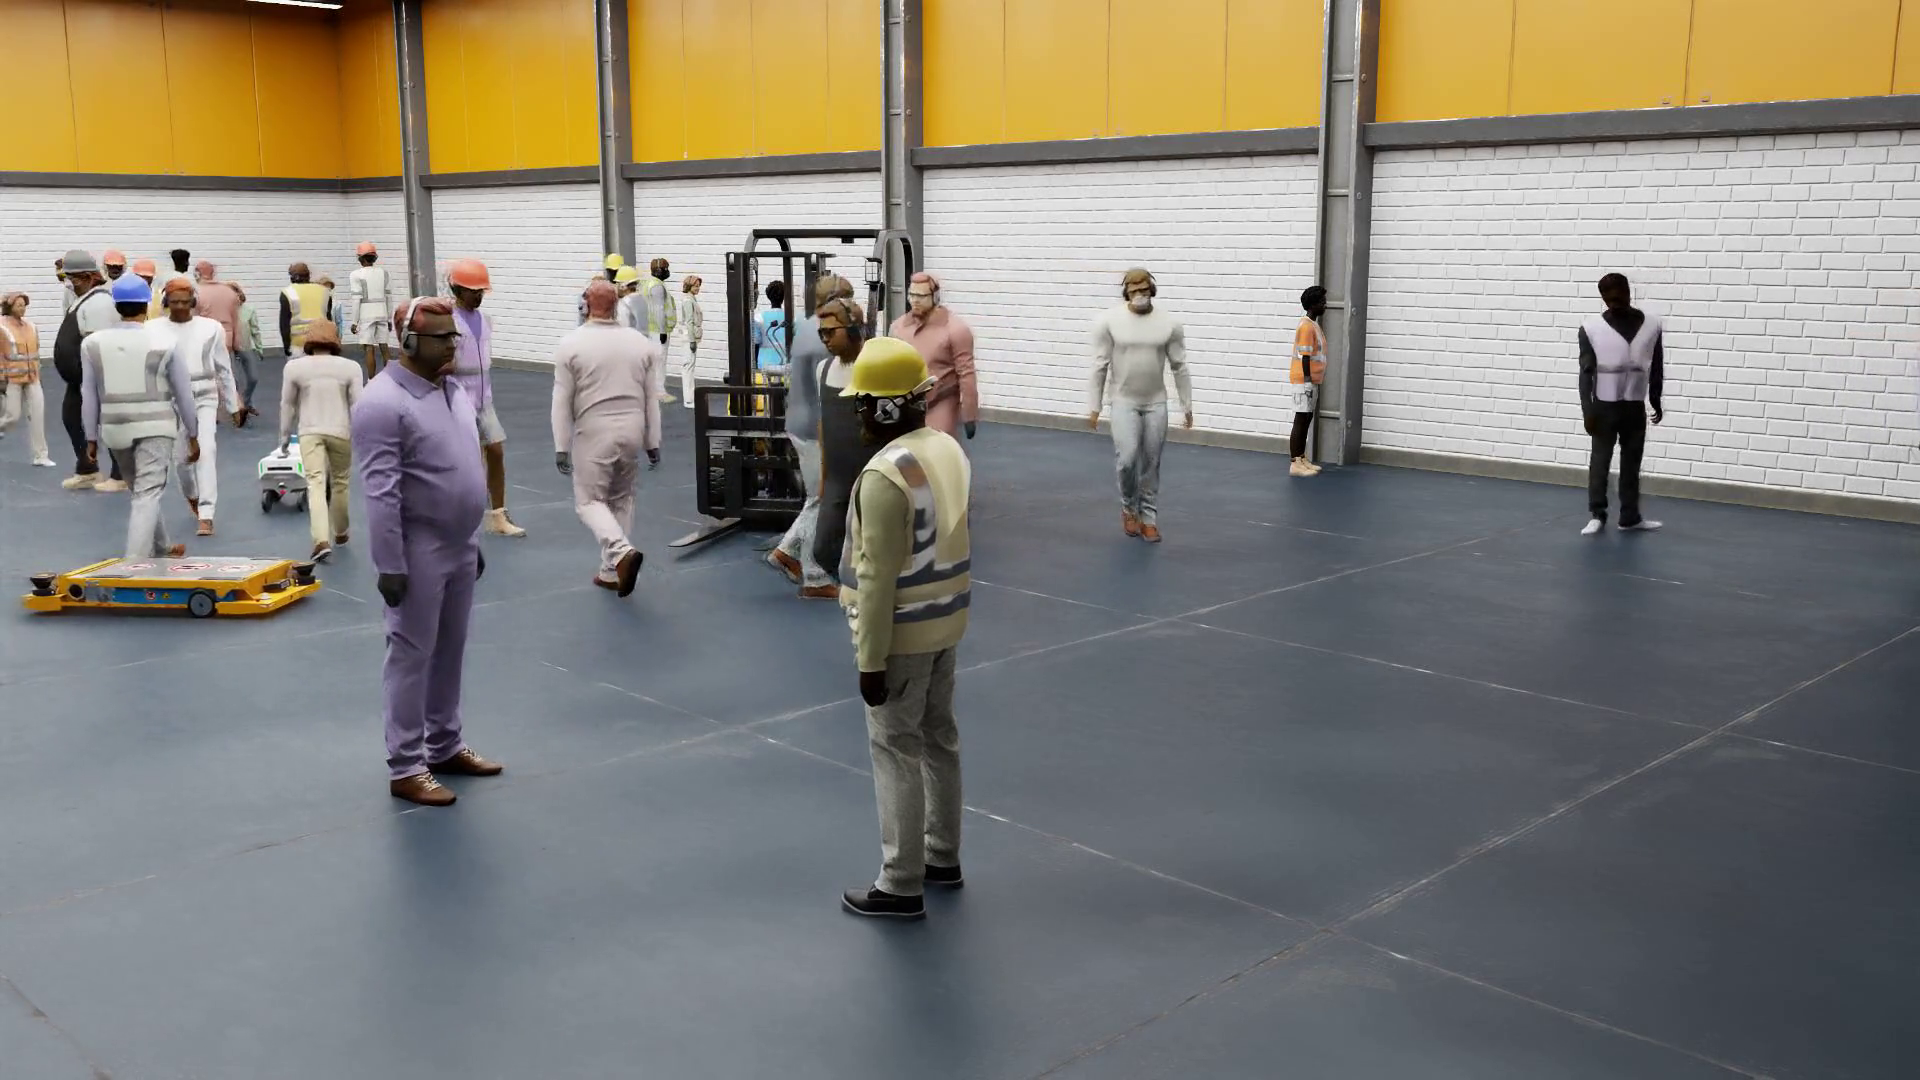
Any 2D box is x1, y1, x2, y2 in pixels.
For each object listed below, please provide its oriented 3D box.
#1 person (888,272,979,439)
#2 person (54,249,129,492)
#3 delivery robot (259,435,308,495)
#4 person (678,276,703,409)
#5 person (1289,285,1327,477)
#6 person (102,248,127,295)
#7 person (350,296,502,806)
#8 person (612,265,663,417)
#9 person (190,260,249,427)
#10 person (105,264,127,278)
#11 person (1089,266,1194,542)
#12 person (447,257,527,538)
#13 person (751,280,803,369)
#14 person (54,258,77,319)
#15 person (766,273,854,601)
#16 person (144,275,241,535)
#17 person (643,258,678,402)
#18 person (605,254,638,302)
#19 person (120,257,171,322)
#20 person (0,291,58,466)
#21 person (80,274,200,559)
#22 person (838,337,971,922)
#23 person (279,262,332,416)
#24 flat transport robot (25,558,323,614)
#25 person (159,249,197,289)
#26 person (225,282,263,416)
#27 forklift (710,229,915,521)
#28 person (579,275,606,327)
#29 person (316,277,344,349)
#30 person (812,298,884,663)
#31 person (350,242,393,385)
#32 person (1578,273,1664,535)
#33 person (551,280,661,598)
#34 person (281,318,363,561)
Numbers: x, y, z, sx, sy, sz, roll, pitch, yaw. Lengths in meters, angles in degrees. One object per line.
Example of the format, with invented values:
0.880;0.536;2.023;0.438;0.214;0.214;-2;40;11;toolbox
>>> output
-0.223;-0.872;11.329;0.687;1.887;0.426;7;13;34;person
-7.261;-1.400;13.778;0.671;2.000;0.687;-8;13;-38;person
-5.263;-0.580;13.108;0.477;0.478;0.707;-1;10;-7;delivery robot
-3.317;-2.438;20.541;0.314;1.636;0.514;-1;10;-7;person
3.099;-1.413;14.811;0.320;1.694;0.531;4;11;20;person
-9.473;-2.285;18.751;0.639;1.983;0.442;-7;12;-32;person
-2.000;0.034;6.332;0.403;1.904;0.651;2;11;13;person
-3.448;-1.999;17.662;0.585;1.816;0.598;3;11;17;person
-8.314;-2.189;18.598;0.937;1.863;0.648;5;12;26;person
-12.377;-3.293;24.624;0.619;1.848;0.440;4;11;19;person
1.260;-0.923;11.523;0.734;1.914;0.467;-1;10;-7;person
-3.547;-0.986;11.693;0.825;1.993;0.610;5;12;26;person
-1.778;-1.681;16.249;0.536;1.696;0.318;-1;10;-6;person
-10.852;-2.514;20.363;0.410;1.850;0.554;-3;11;-16;person
-0.834;-0.593;9.724;0.469;1.913;0.691;-2;11;-10;person
-5.582;-0.990;12.088;0.633;1.860;0.831;-4;11;-20;person
-3.842;-2.690;21.358;0.429;1.841;0.633;-3;11;-18;person
-4.122;-2.513;20.215;0.606;1.901;0.763;-6;12;-29;person
-8.772;-2.099;17.955;0.545;1.912;0.778;-6;12;-28;person
-8.711;-1.479;15.343;0.612;1.622;0.524;4;11;20;person
-4.996;-0.670;10.190;0.635;1.894;1.027;-1;10;-3;person
-0.179;0.281;5.219;0.403;1.825;0.596;5;11;24;person
-7.577;-2.306;19.313;0.641;1.822;0.437;-10;14;-42;person
-4.522;0.252;9.601;1.431;0.197;0.652;1;10;5;flat transport robot
-10.784;-3.067;23.108;0.643;1.947;0.431;5;11;24;person
-8.382;-2.188;19.269;0.530;1.604;0.518;-9;14;-41;person
-1.050;-1.319;12.920;1.214;2.155;2.313;2;11;13;forklift
-4.799;-2.720;22.116;0.529;1.613;0.597;-3;11;-18;person
-7.979;-2.482;20.829;0.541;1.608;0.595;-10;14;-43;person
-0.504;-0.281;8.255;0.633;1.824;0.413;8;13;38;person
-7.956;-2.990;22.468;0.391;2.034;0.605;8;13;38;person
4.745;-0.957;11.840;0.767;1.874;0.389;-1;10;-5;person
-2.045;-0.584;9.796;0.659;1.881;0.723;-8;13;-38;person
-4.244;-0.681;11.104;0.539;1.583;0.887;-4;11;-21;person
